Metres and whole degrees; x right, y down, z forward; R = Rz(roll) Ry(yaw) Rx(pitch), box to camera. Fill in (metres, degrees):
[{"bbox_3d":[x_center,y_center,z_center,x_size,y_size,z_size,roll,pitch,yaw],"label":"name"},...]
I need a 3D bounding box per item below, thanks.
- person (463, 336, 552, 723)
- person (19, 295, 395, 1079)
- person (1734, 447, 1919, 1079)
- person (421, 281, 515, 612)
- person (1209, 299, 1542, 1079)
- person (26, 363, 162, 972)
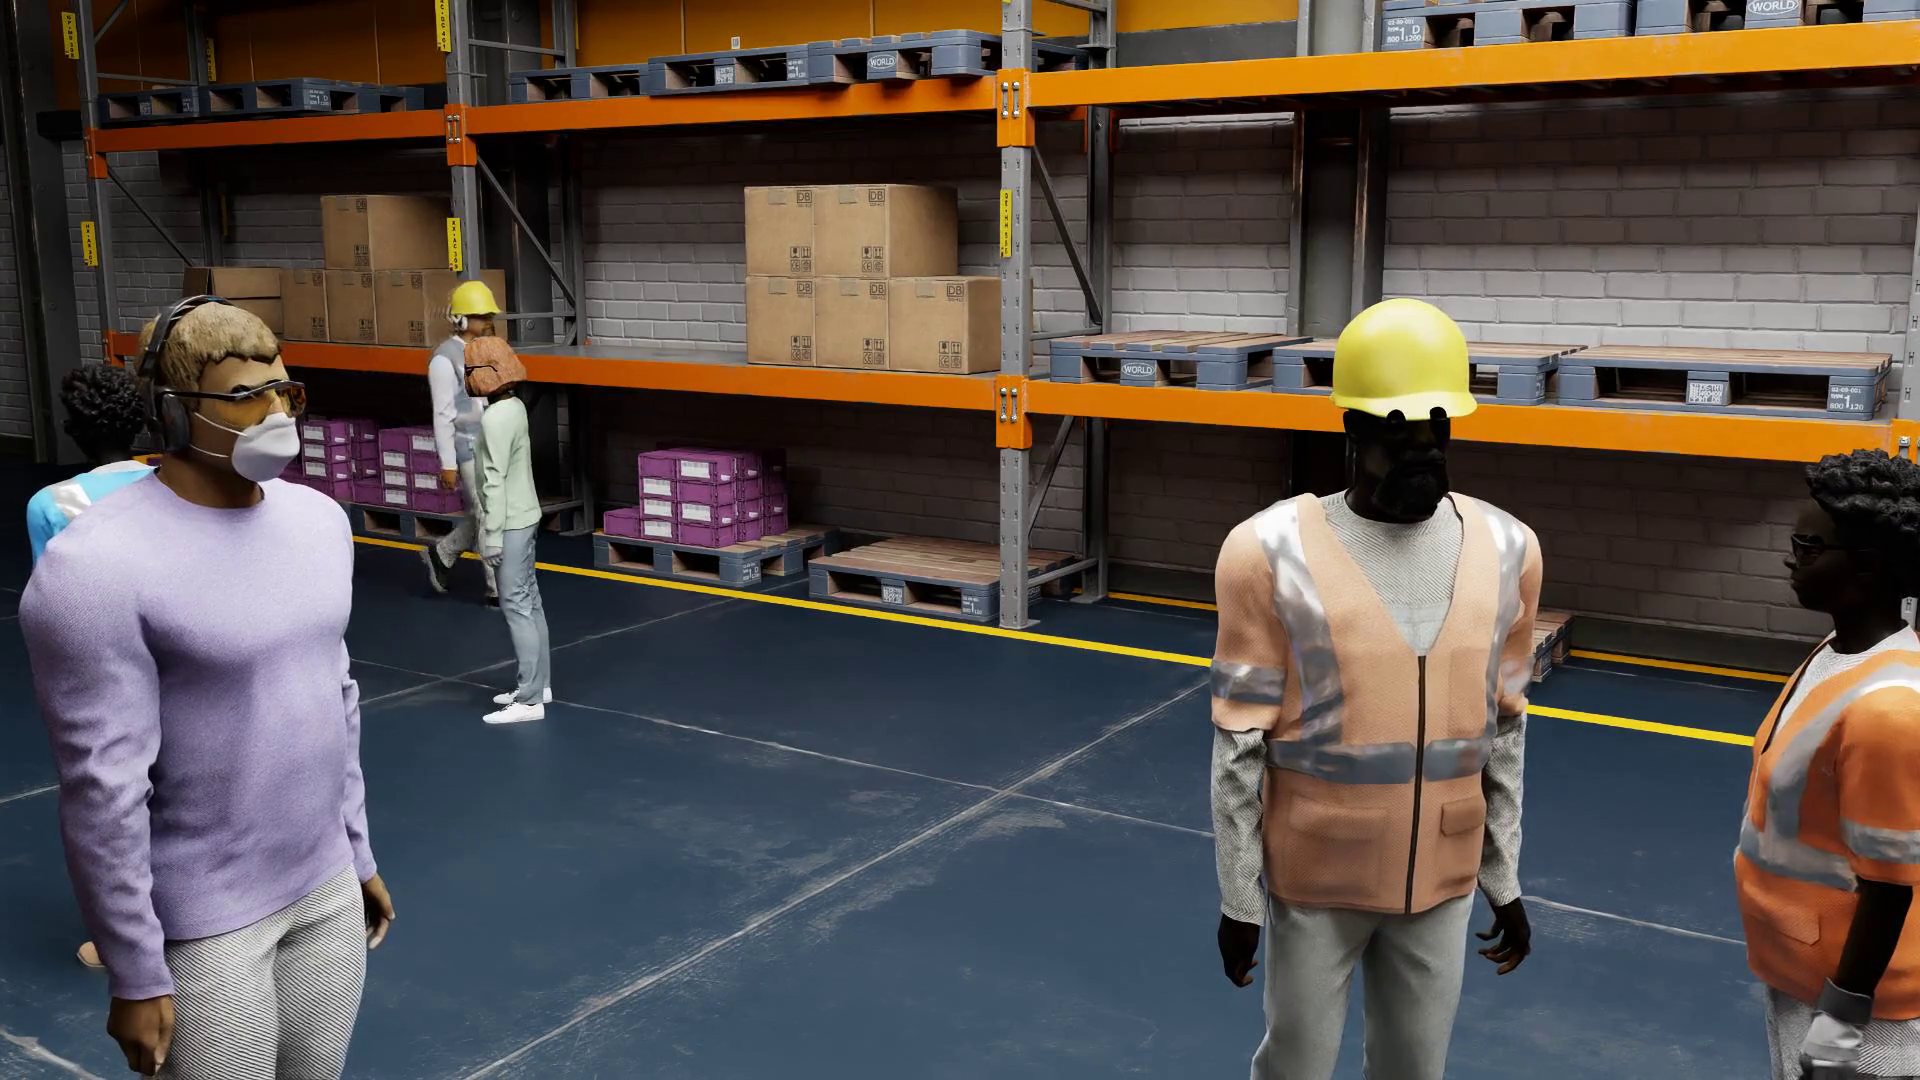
[{"bbox_3d":[-1.921,-0.045,7.039,0.288,1.626,0.497,-1,10,-6],"label":"person"},{"bbox_3d":[-1.142,0.585,2.671,0.372,1.940,0.629,3,11,14],"label":"person"},{"bbox_3d":[1.433,0.695,2.731,0.319,1.697,0.532,4,11,19],"label":"person"},{"bbox_3d":[-2.670,-0.507,9.077,0.728,1.807,0.600,3,11,18],"label":"person"},{"bbox_3d":[0.714,0.558,2.853,0.588,1.927,0.369,-2,11,-13],"label":"person"},{"bbox_3d":[-2.303,0.354,4.647,0.322,1.690,0.533,6,12,29],"label":"person"}]
